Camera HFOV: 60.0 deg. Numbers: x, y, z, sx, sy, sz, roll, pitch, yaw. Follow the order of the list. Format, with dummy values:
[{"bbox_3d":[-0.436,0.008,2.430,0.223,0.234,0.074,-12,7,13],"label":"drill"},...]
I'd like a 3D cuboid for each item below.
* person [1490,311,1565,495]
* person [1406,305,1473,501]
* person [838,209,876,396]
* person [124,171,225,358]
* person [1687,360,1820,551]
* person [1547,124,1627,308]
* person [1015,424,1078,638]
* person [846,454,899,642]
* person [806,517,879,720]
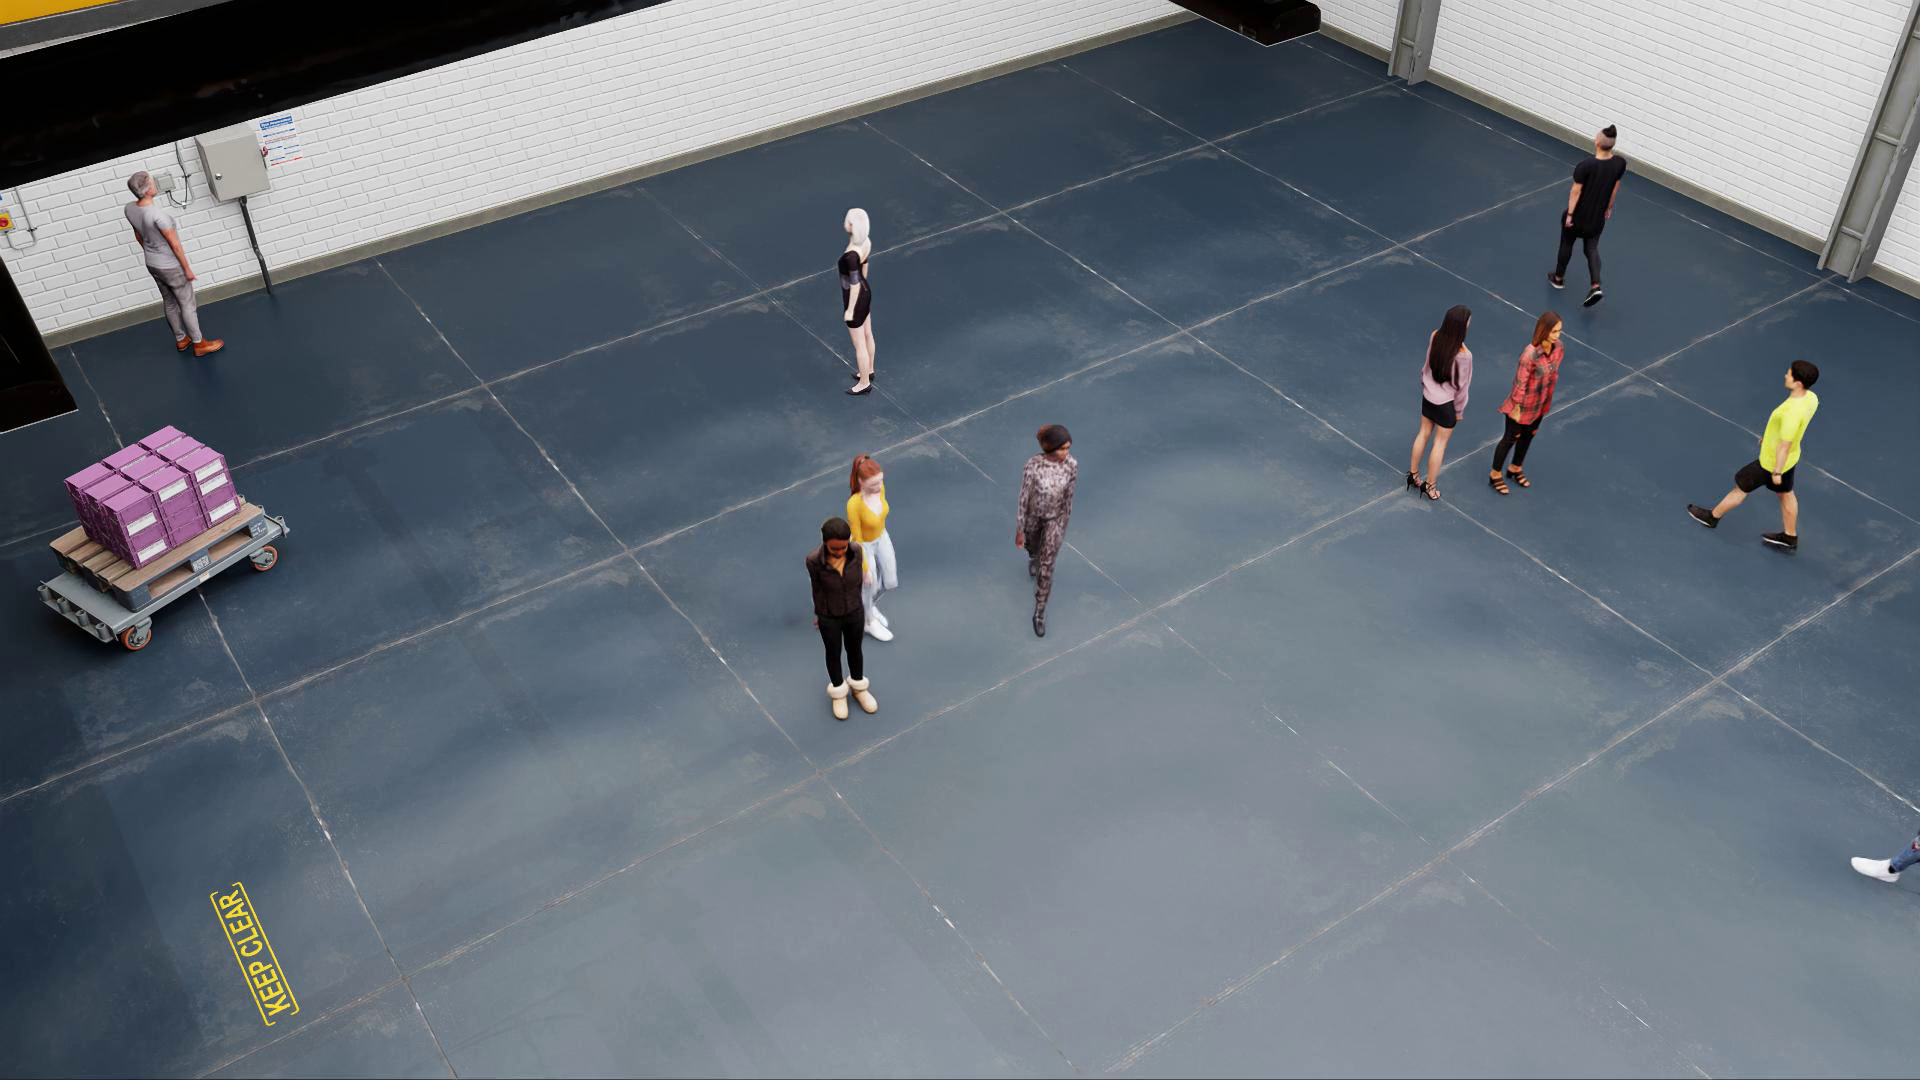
[{"bbox_3d":[4.688,-1.144,13.699,0.617,1.702,0.546,-21,43,-25],"label":"person"},{"bbox_3d":[3.922,-1.119,13.579,0.689,1.812,0.484,-20,43,-23],"label":"person"},{"bbox_3d":[-0.905,-2.130,14.831,0.695,1.829,0.647,8,39,10],"label":"person"},{"bbox_3d":[-7.323,-2.542,15.344,0.683,1.832,0.831,18,42,21],"label":"person"},{"bbox_3d":[6.527,-0.635,13.091,1.146,1.665,0.776,30,48,32],"label":"person"},{"bbox_3d":[6.122,-3.133,16.081,1.014,1.837,1.223,-5,39,-6],"label":"person"},{"bbox_3d":[0.623,-0.188,12.530,1.069,1.666,1.229,3,39,4],"label":"person"},{"bbox_3d":[-0.741,0.050,12.174,0.727,1.739,0.699,22,44,25],"label":"person"},{"bbox_3d":[-0.847,0.493,11.683,0.683,1.660,0.620,-23,44,-26],"label":"person"}]
